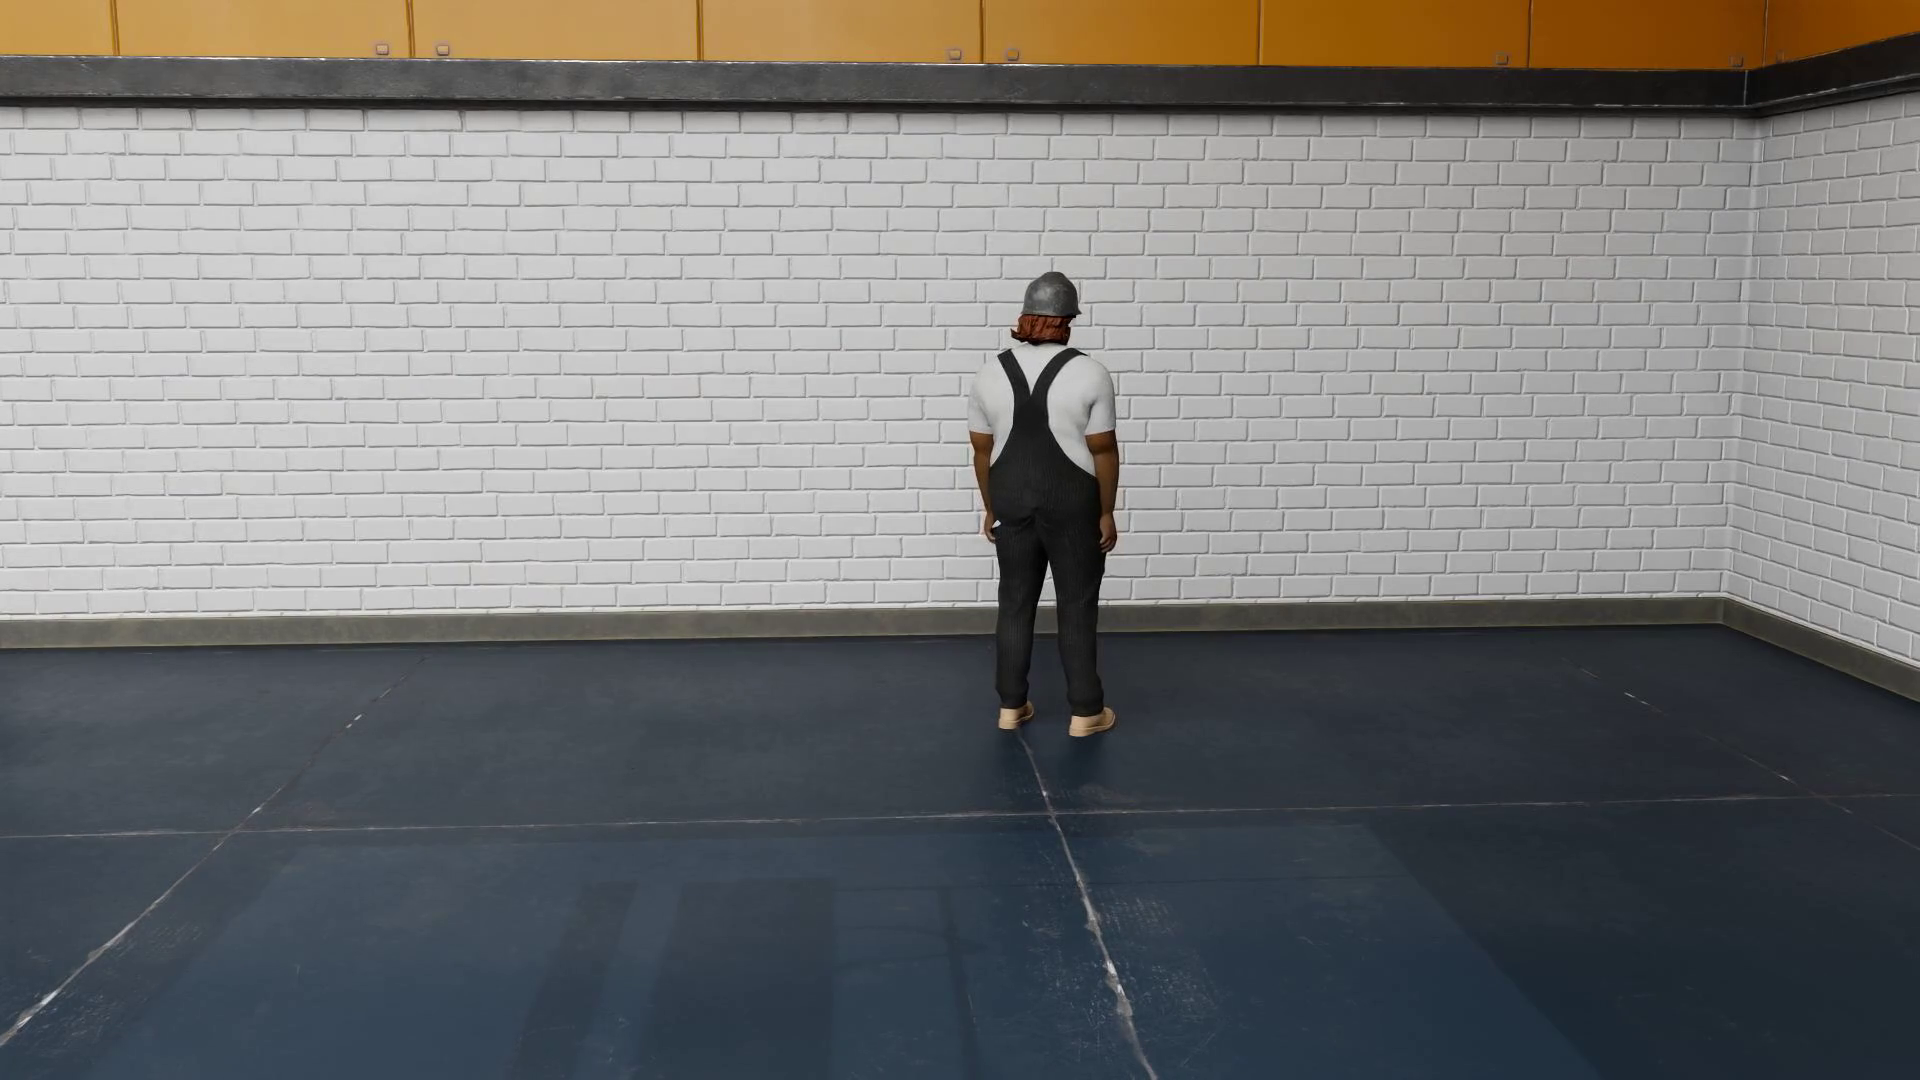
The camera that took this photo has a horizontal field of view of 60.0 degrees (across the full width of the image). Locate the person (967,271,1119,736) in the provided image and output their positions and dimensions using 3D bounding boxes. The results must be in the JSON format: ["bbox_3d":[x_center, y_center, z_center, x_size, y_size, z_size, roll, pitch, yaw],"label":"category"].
[{"bbox_3d":[0.409,-0.162,7.374,0.672,2.000,0.536,4,10,24],"label":"person"}]
